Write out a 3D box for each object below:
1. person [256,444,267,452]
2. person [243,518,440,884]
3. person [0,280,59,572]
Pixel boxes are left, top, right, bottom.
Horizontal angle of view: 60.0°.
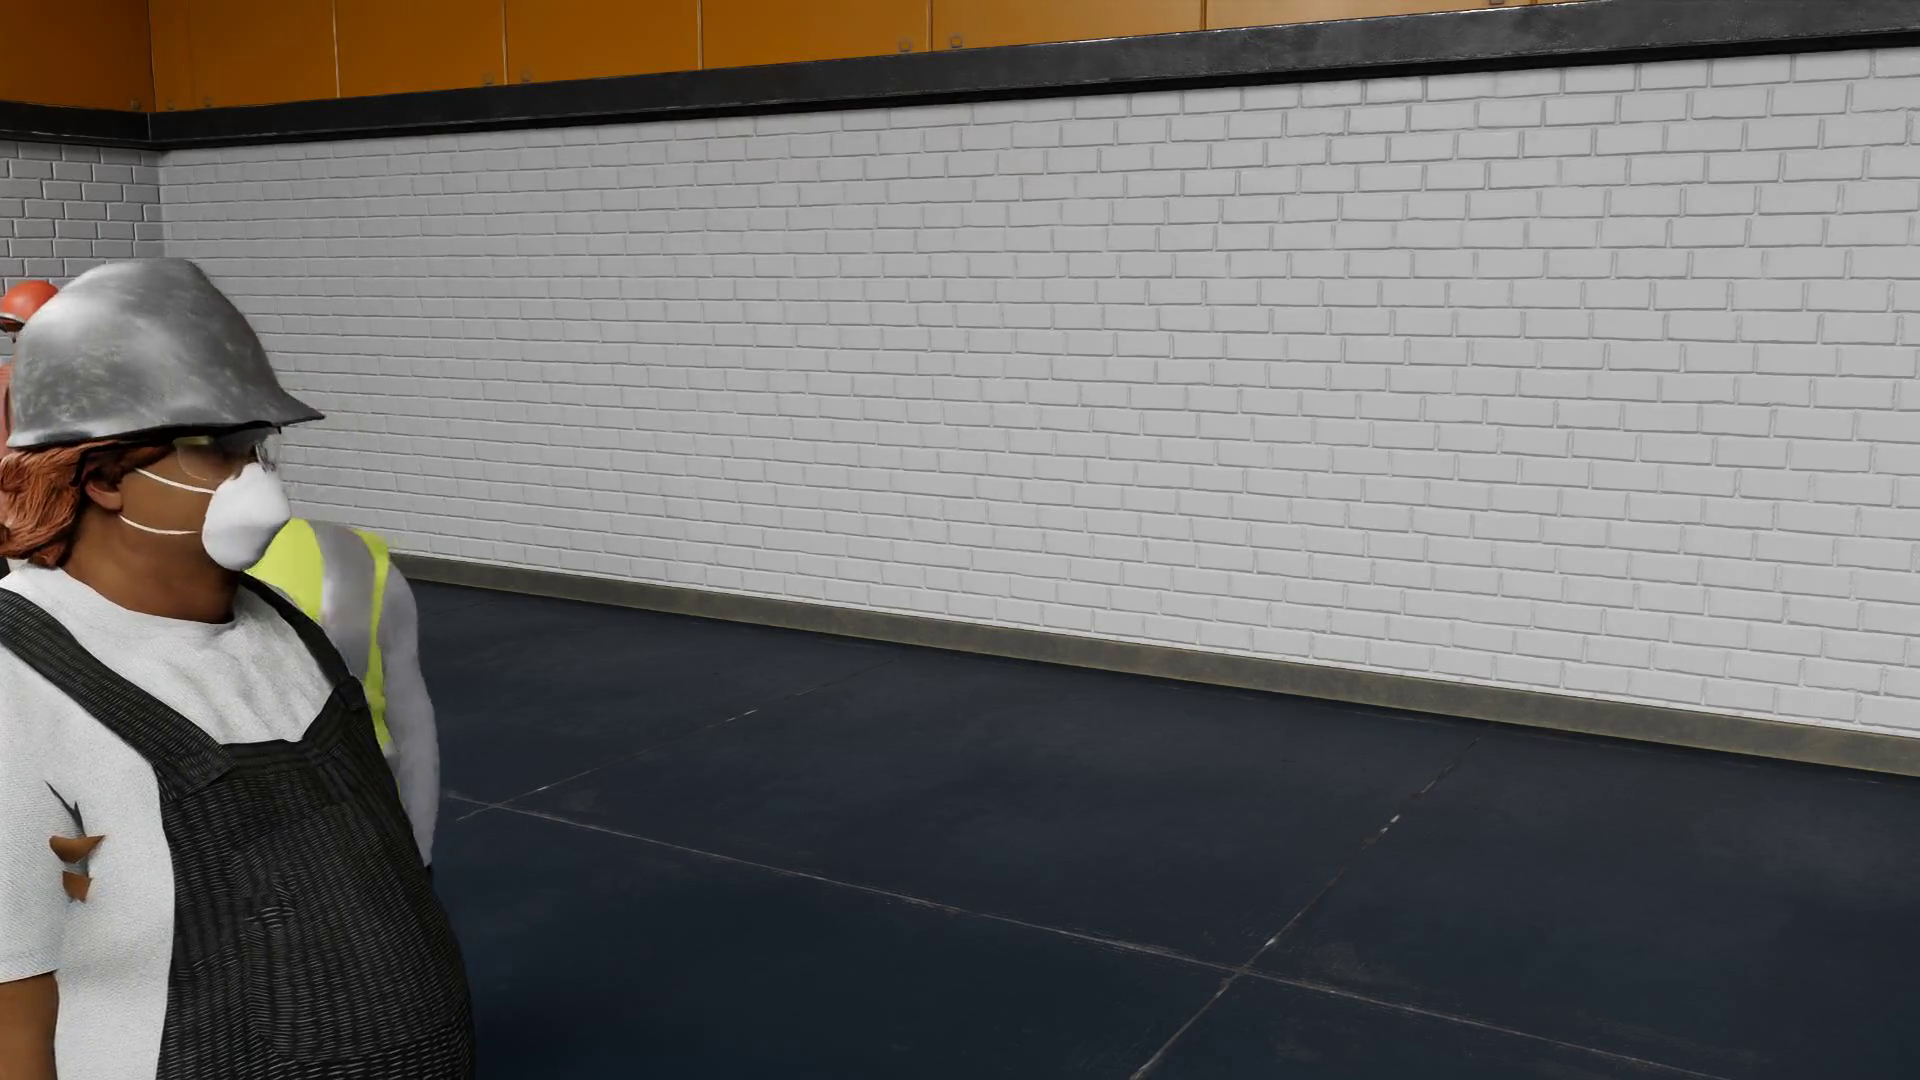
[{"bbox_3d":[-1.651,0.498,3.881,0.545,1.819,0.713,9,13,44],"label":"person"},{"bbox_3d":[-1.276,0.654,3.012,0.667,1.812,0.432,-4,10,-24],"label":"person"},{"bbox_3d":[-3.756,-0.067,6.879,0.611,1.996,0.378,4,10,23],"label":"person"}]
